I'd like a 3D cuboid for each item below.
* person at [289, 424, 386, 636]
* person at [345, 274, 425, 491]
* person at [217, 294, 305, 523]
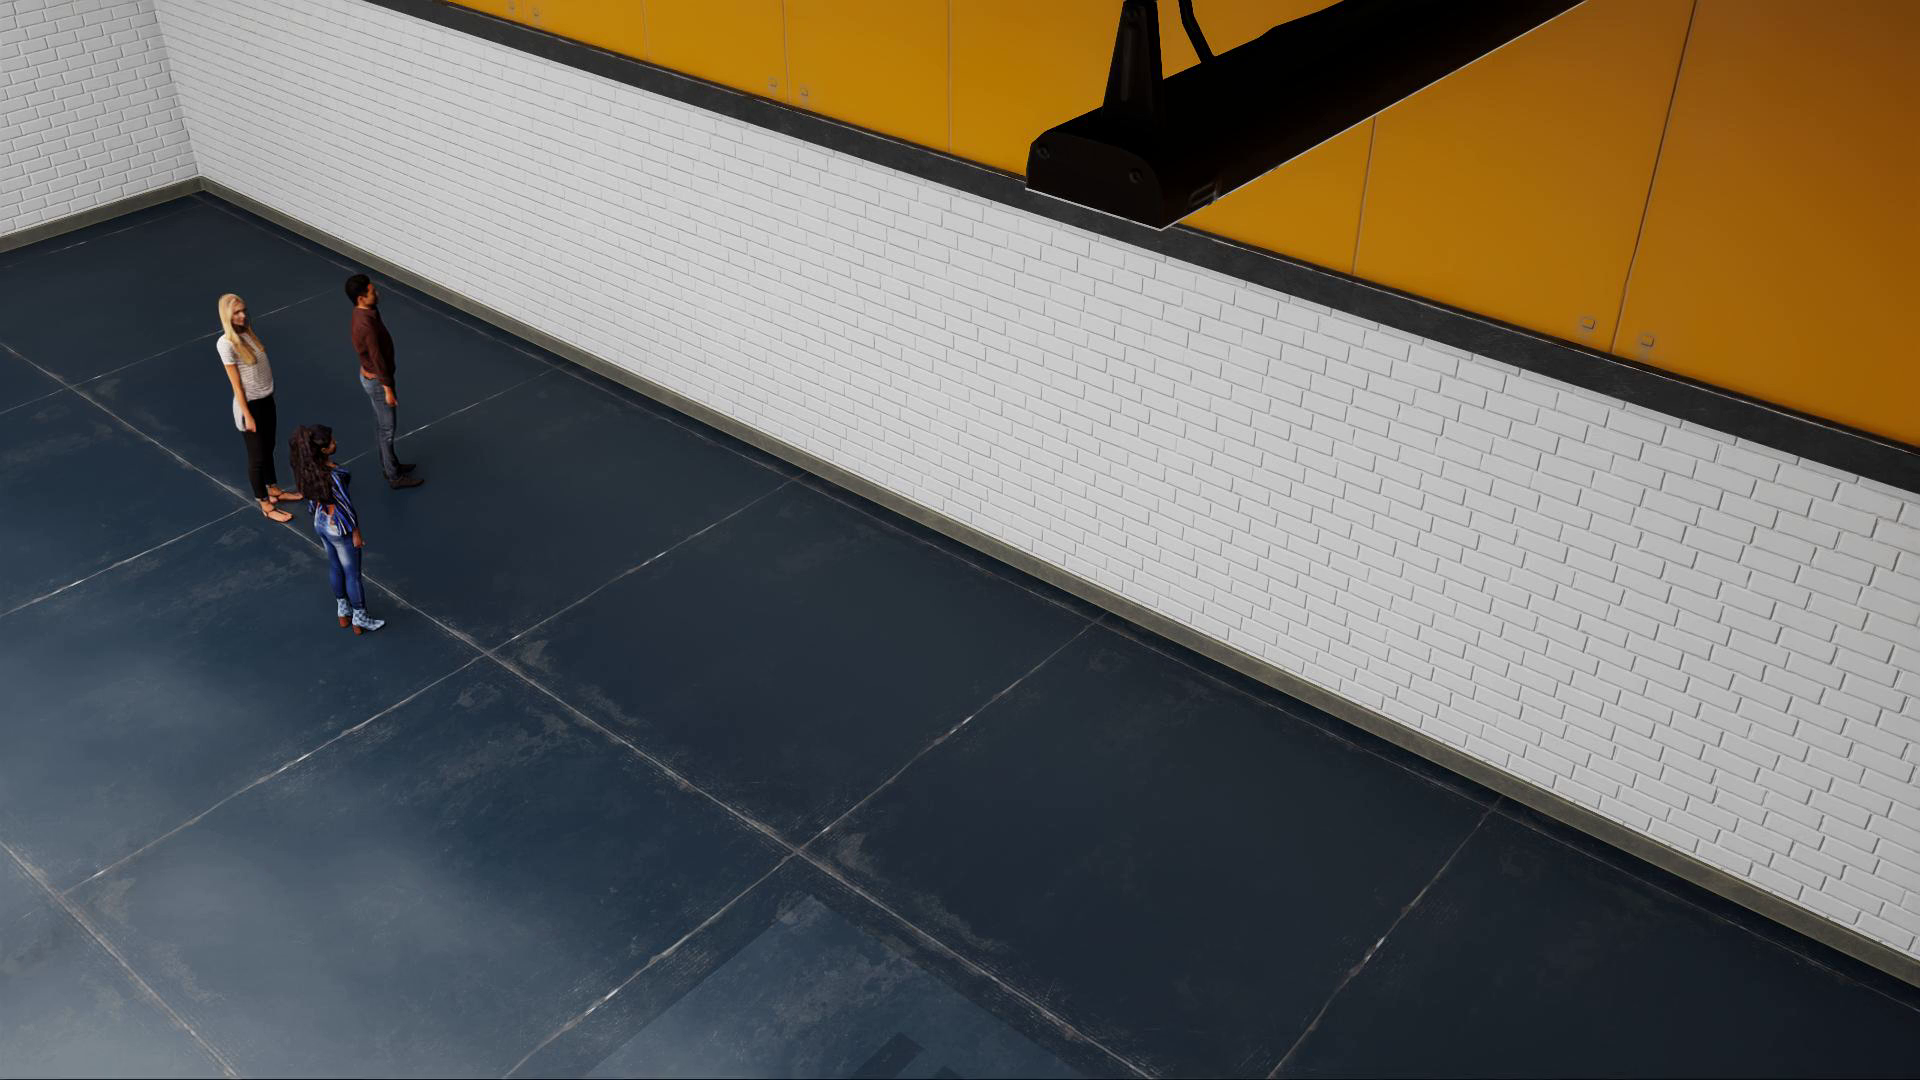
[{"bbox_3d":[-4.237,-0.085,11.321,0.611,1.618,0.536,26,41,33],"label":"person"},{"bbox_3d":[-4.519,-1.233,12.901,0.682,1.781,0.713,-14,36,-21],"label":"person"},{"bbox_3d":[-5.322,-1.010,12.527,0.744,1.824,0.661,0,34,0],"label":"person"}]
